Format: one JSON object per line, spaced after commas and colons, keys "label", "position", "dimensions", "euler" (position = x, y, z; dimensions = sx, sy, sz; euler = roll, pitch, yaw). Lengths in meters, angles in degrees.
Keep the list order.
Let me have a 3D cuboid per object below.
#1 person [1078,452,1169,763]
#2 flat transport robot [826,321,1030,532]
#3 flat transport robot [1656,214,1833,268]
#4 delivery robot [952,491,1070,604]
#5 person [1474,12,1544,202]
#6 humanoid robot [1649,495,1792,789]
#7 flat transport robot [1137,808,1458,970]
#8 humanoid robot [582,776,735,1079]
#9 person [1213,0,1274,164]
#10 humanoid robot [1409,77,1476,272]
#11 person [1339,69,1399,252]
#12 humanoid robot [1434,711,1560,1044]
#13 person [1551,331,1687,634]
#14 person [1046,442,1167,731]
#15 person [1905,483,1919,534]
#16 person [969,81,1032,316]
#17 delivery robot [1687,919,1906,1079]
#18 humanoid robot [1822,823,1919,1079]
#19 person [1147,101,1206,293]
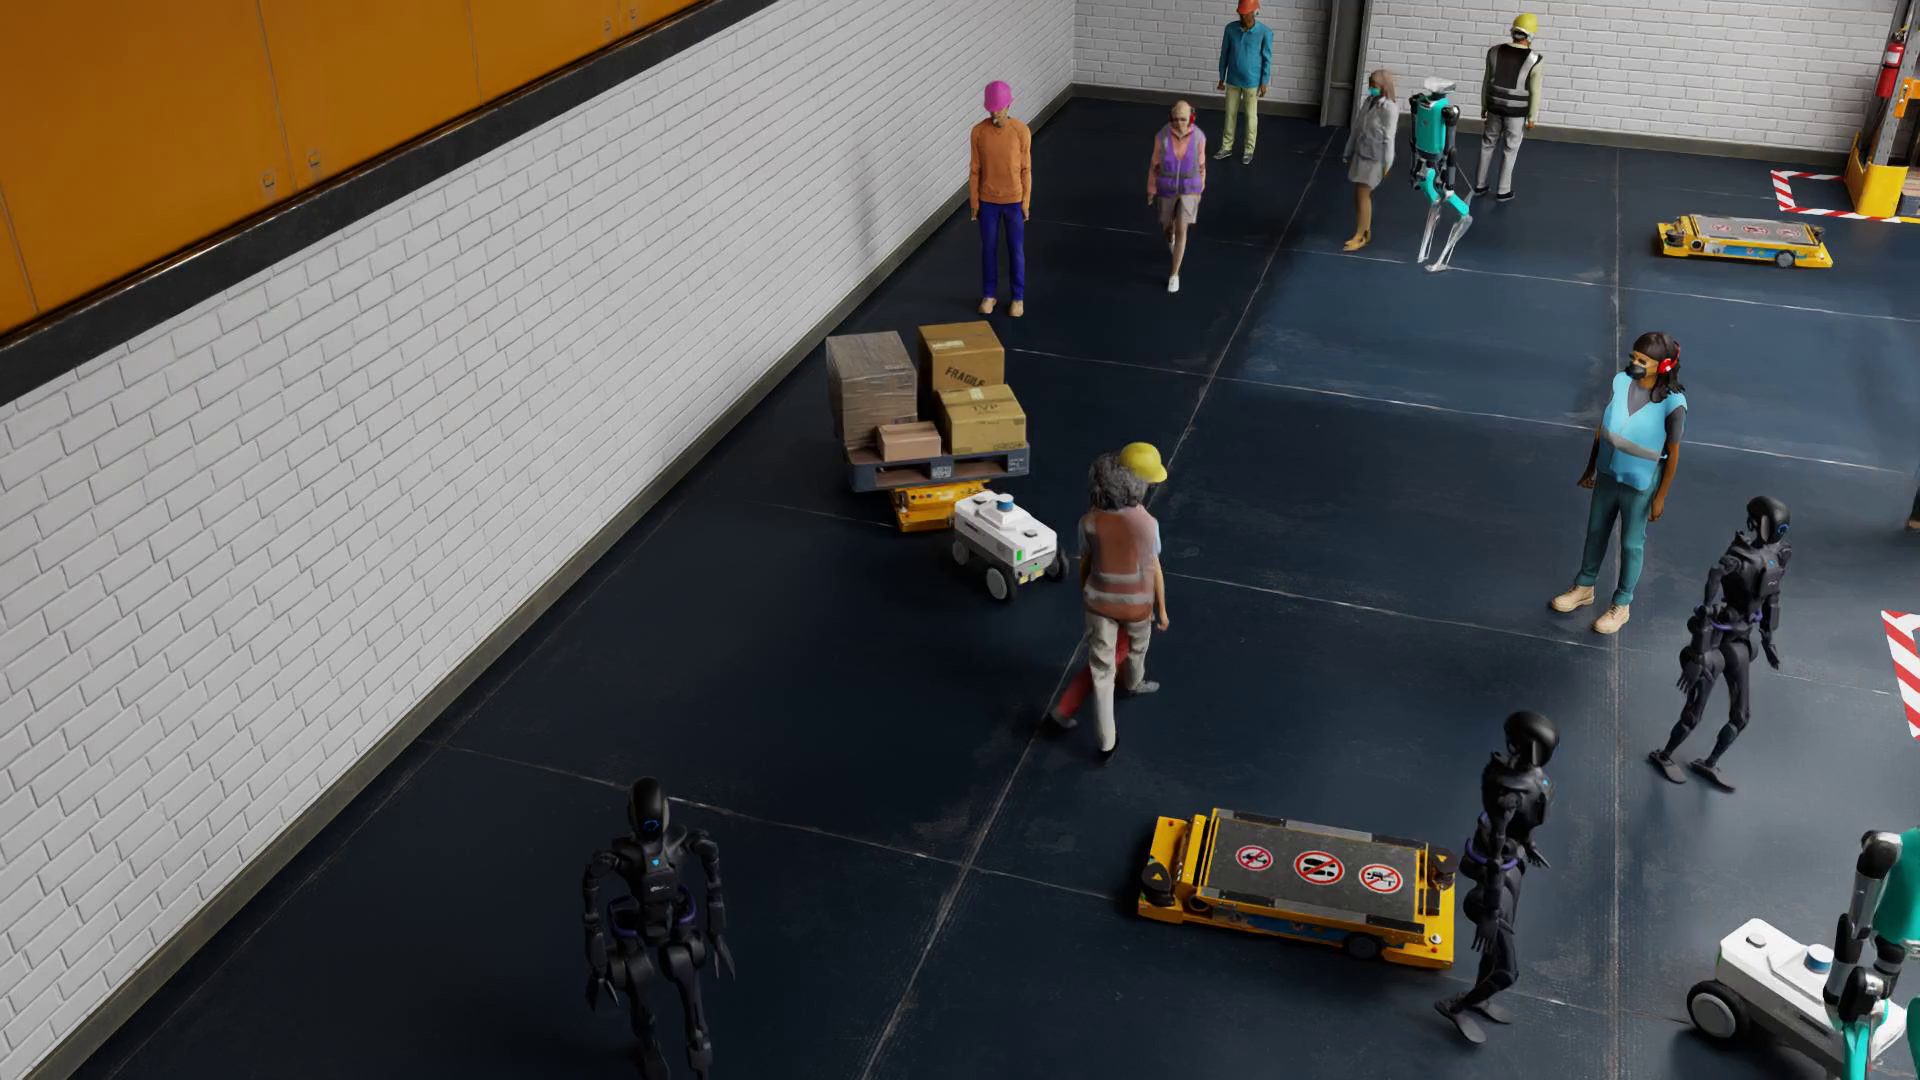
{"label": "person", "position": [0.860, 0.297, 8.758], "dimensions": [0.495, 1.626, 0.875], "euler": [4, 31, 6]}
{"label": "flat transport robot", "position": [-0.215, -0.500, 11.476], "dimensions": [0.659, 0.231, 1.431], "euler": [-6, 31, -11]}
{"label": "flat transport robot", "position": [7.210, -2.754, 15.311], "dimensions": [1.431, 0.231, 0.659], "euler": [7, 31, 13]}
{"label": "delivery robot", "position": [0.284, -0.001, 10.342], "dimensions": [0.499, 0.592, 0.795], "euler": [-21, 36, -31]}
{"label": "person", "position": [5.377, -4.232, 16.296], "dimensions": [0.595, 1.821, 0.403], "euler": [24, 38, 35]}
{"label": "humanoid robot", "position": [3.856, 0.521, 8.350], "dimensions": [0.599, 1.645, 0.378], "euler": [-14, 33, -22]}
{"label": "flat transport robot", "position": [1.601, 1.624, 7.863], "dimensions": [1.431, 0.231, 0.659], "euler": [8, 31, 13]}
{"label": "humanoid robot", "position": [-1.175, 1.619, 6.493], "dimensions": [0.593, 1.635, 0.682], "euler": [-12, 33, -19]}
{"label": "person", "position": [2.946, -4.816, 17.354], "dimensions": [0.571, 1.746, 0.345], "euler": [18, 35, 28]}
{"label": "humanoid robot", "position": [4.275, -3.216, 14.652], "dimensions": [0.753, 1.776, 0.533], "euler": [-16, 34, -25]}
{"label": "person", "position": [3.660, -3.435, 15.098], "dimensions": [0.488, 1.646, 0.531], "euler": [-10, 32, -17]}
{"label": "humanoid robot", "position": [2.263, 1.373, 6.903], "dimensions": [0.326, 1.651, 0.610], "euler": [17, 35, 27]}
{"label": "person", "position": [3.866, -0.340, 9.627], "dimensions": [0.371, 1.864, 0.537], "euler": [-19, 35, -29]}
{"label": "person", "position": [0.794, 0.244, 8.769], "dimensions": [0.766, 1.728, 0.537], "euler": [-14, 33, -23]}
{"label": "person", "position": [6.546, -0.819, 10.479], "dimensions": [0.705, 1.825, 0.530], "euler": [2, 30, 3]}
{"label": "person", "position": [0.328, -2.817, 13.745], "dimensions": [0.519, 1.972, 0.404], "euler": [5, 31, 8]}
{"label": "delivery robot", "position": [3.558, 1.948, 7.022], "dimensions": [0.525, 0.587, 0.735], "euler": [-20, 36, -30]}
{"label": "humanoid robot", "position": [3.479, 1.831, 6.108], "dimensions": [0.530, 1.825, 0.727], "euler": [6, 31, 10]}
{"label": "person", "position": [1.886, -3.066, 14.487], "dimensions": [0.491, 1.645, 0.799], "euler": [6, 31, 11]}
